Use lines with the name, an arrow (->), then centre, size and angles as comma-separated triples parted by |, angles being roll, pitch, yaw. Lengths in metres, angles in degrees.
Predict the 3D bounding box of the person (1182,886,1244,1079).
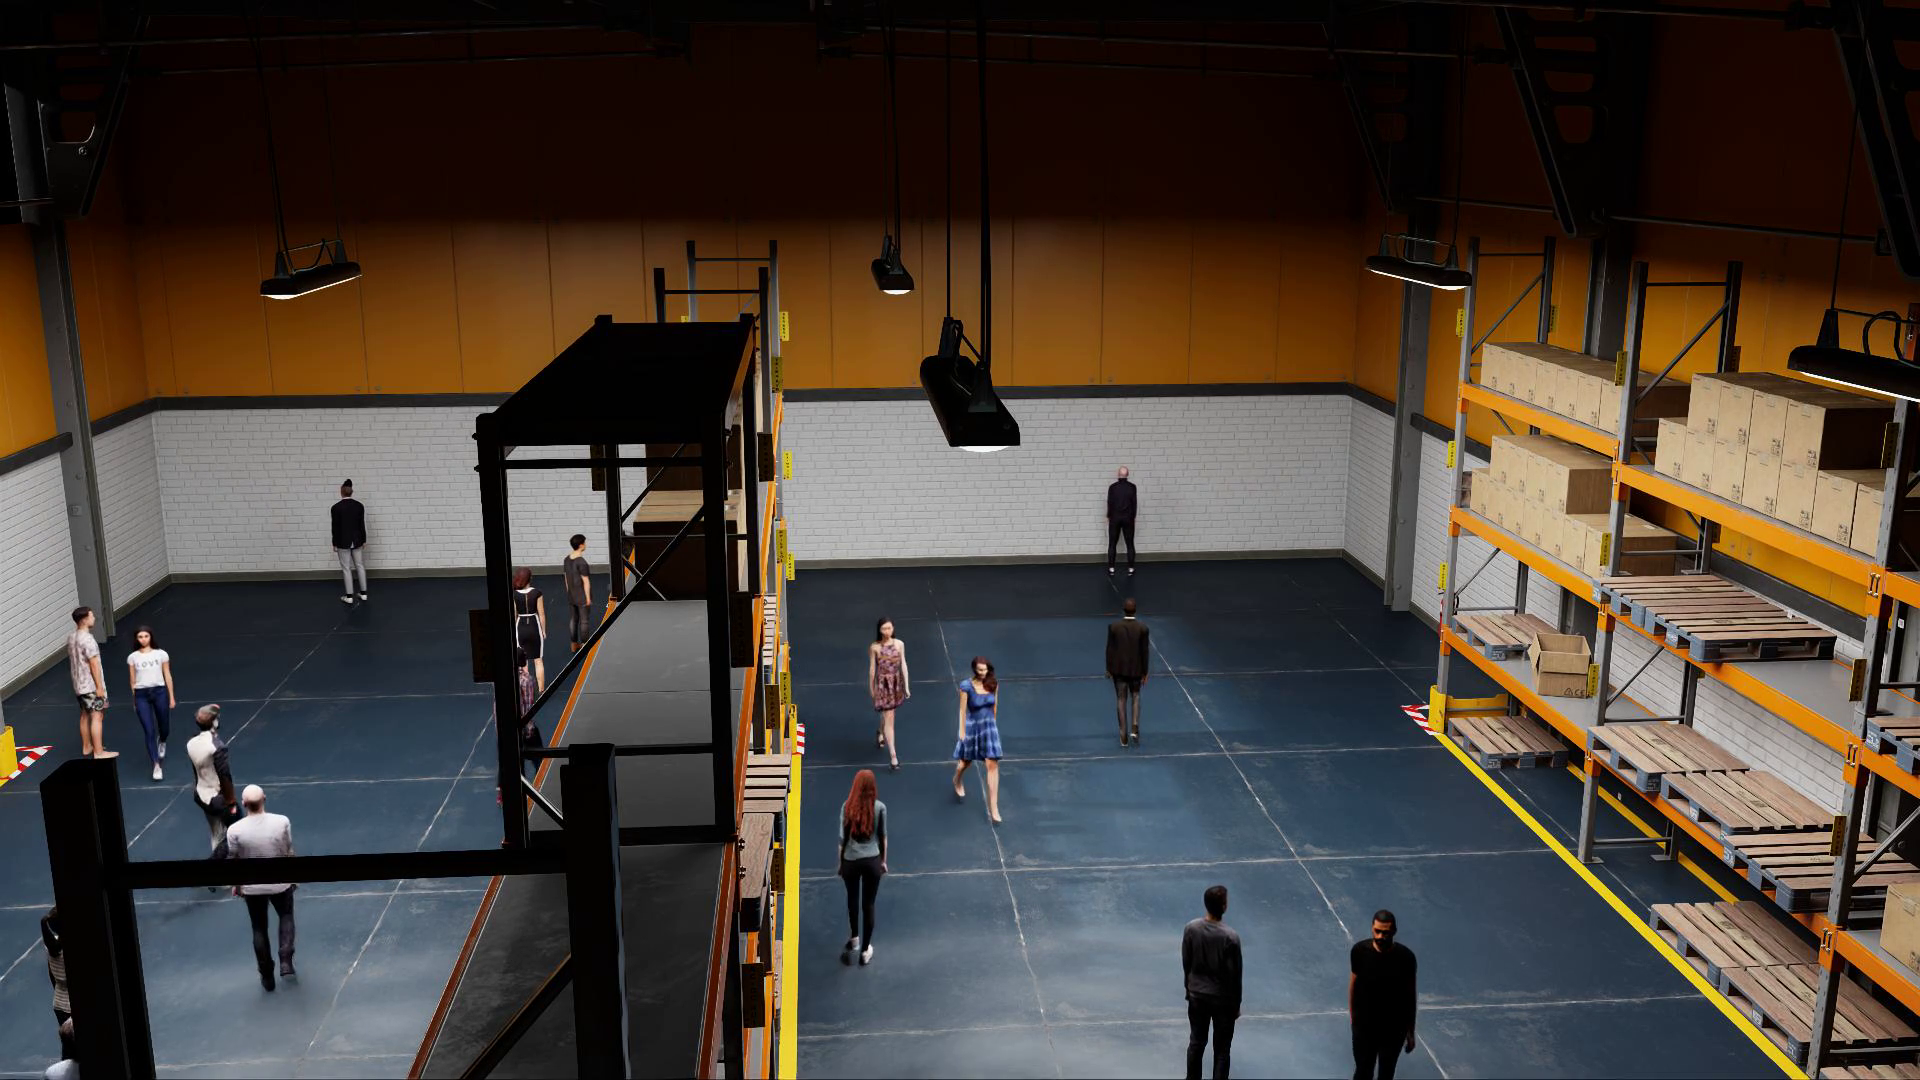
person -> 1.880, 3.408, 12.418 | 0.698, 1.760, 0.722 | 8, 16, 30

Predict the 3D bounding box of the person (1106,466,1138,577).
person -> 2.696, -0.325, 27.676 | 0.671, 1.834, 0.586 | 0, 14, 0

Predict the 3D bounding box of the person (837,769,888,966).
person -> -0.868, 2.890, 14.640 | 0.591, 1.721, 0.618 | -1, 14, -4

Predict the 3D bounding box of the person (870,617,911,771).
person -> -0.850, 1.742, 19.369 | 0.852, 1.726, 1.221 | -6, 15, -22

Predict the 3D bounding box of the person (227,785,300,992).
person -> -5.875, 2.971, 14.098 | 0.781, 1.819, 0.791 | -7, 15, -26

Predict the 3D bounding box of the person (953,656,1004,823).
person -> 0.156, 2.092, 17.843 | 0.879, 1.765, 1.223 | -6, 15, -23

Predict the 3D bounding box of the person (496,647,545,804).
person -> -4.863, 2.042, 18.148 | 1.032, 1.719, 1.212 | 6, 15, 25

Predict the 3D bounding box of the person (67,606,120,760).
person -> -10.227, 1.666, 19.500 | 0.744, 1.814, 0.787 | 10, 17, 35

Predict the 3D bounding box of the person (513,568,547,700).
person -> -5.532, 1.227, 21.349 | 0.607, 1.796, 0.524 | -3, 14, -13

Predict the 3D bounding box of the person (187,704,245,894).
person -> -7.163, 2.506, 15.884 | 0.950, 1.882, 1.033 | 8, 16, 29

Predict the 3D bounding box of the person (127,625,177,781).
person -> -9.232, 1.817, 19.005 | 0.851, 1.752, 1.129 | -6, 15, -25

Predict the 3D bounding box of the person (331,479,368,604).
person -> -9.568, -0.001, 26.087 | 0.822, 1.952, 0.782 | 13, 19, 43

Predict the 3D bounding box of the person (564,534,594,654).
person -> -5.382, 0.753, 23.476 | 0.696, 1.716, 0.755 | 11, 17, 38

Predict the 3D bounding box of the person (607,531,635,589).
person -> -4.856, 0.628, 24.257 | 0.744, 1.590, 0.802 | -12, 18, -40

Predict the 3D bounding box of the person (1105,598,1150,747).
person -> 1.998, 1.597, 19.846 | 0.689, 1.785, 0.737 | 0, 14, 0

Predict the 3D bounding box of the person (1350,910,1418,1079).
person -> 3.088, 3.488, 12.157 | 0.901, 1.727, 1.129 | 4, 14, 16
